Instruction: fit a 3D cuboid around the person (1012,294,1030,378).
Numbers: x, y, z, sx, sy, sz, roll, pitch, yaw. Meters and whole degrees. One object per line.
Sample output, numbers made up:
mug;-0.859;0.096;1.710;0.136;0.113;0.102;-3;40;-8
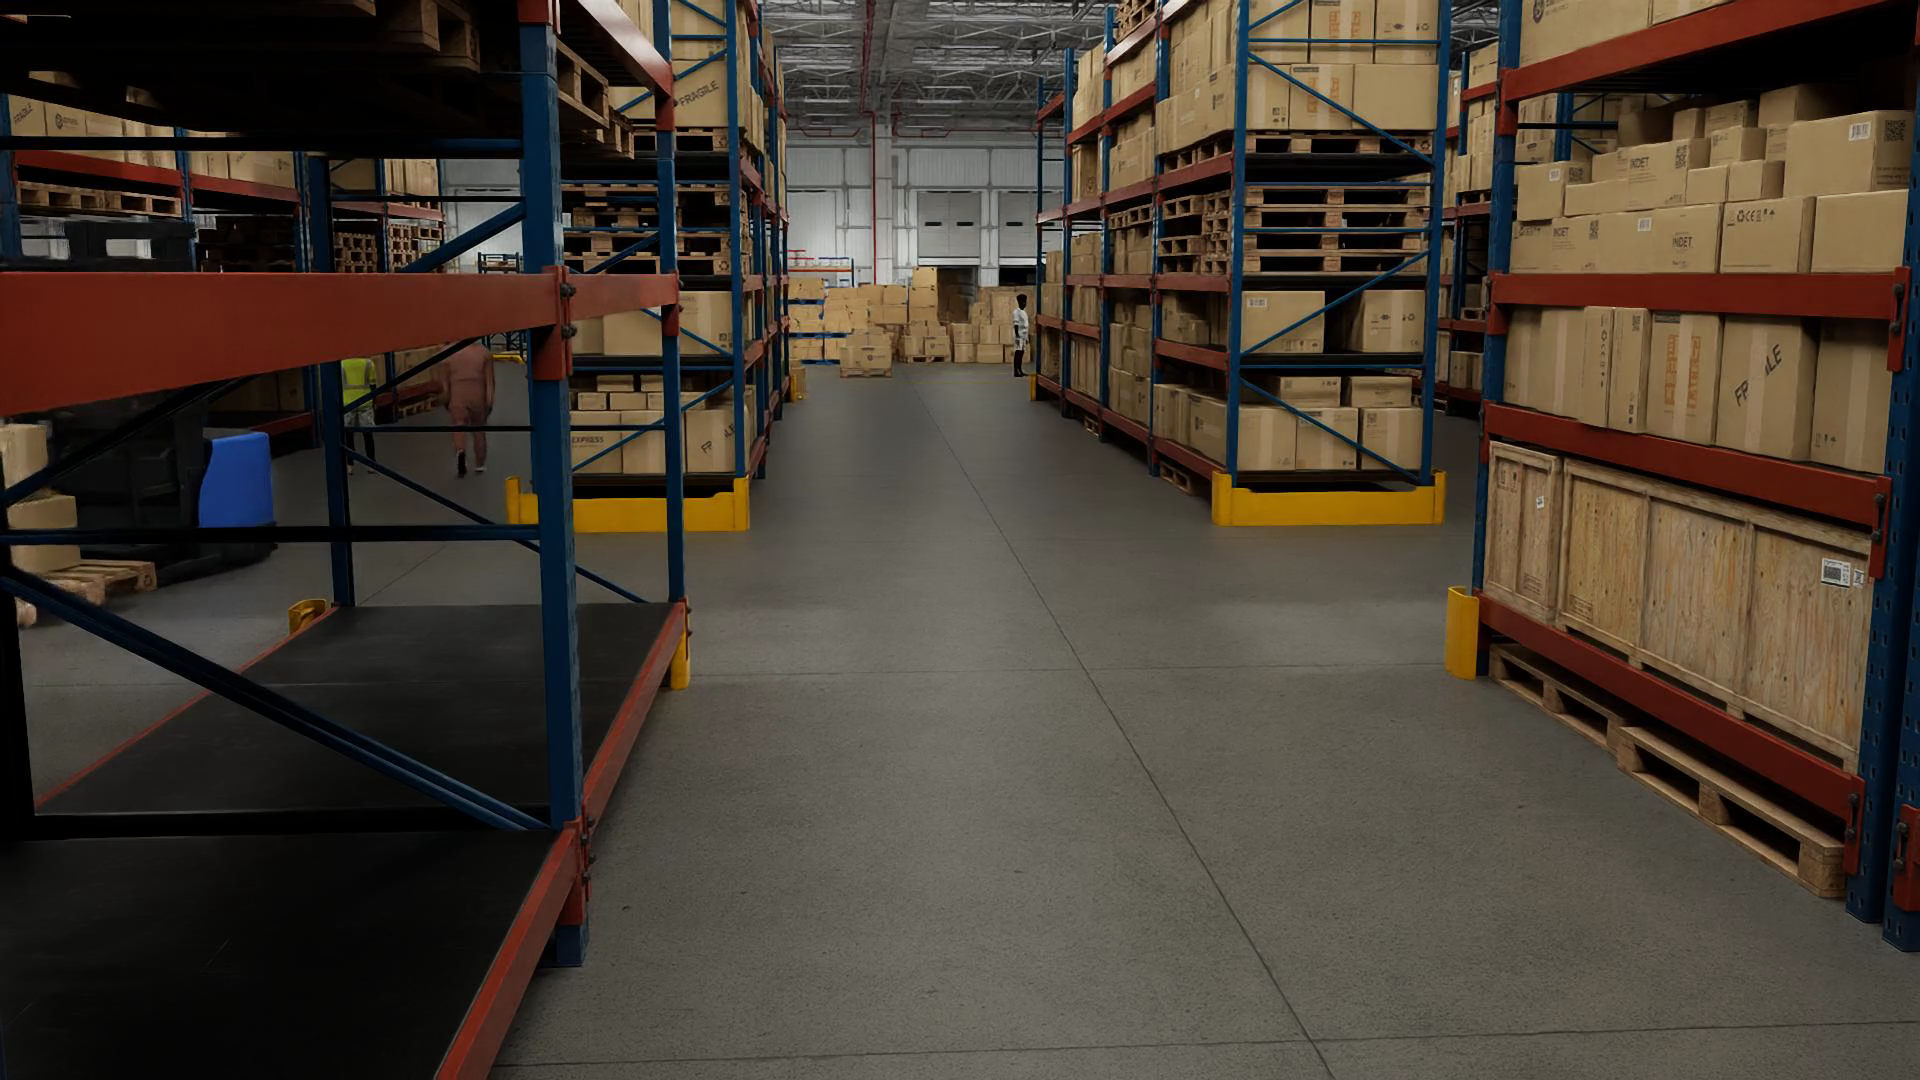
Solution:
person;1.429;-4.782;39.020;0.367;1.966;0.604;3;10;21

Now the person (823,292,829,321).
person;-4.137;-6.709;51.348;0.900;1.894;0.557;-9;12;-43

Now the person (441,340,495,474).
person;-5.926;-1.715;20.047;0.637;1.875;0.788;-2;9;-13

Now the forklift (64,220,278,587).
forklift;-6.503;-1.134;13.253;1.129;2.768;1.873;2;9;11

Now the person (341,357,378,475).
person;-7.288;-1.626;20.043;0.540;1.696;0.315;-6;11;-33
